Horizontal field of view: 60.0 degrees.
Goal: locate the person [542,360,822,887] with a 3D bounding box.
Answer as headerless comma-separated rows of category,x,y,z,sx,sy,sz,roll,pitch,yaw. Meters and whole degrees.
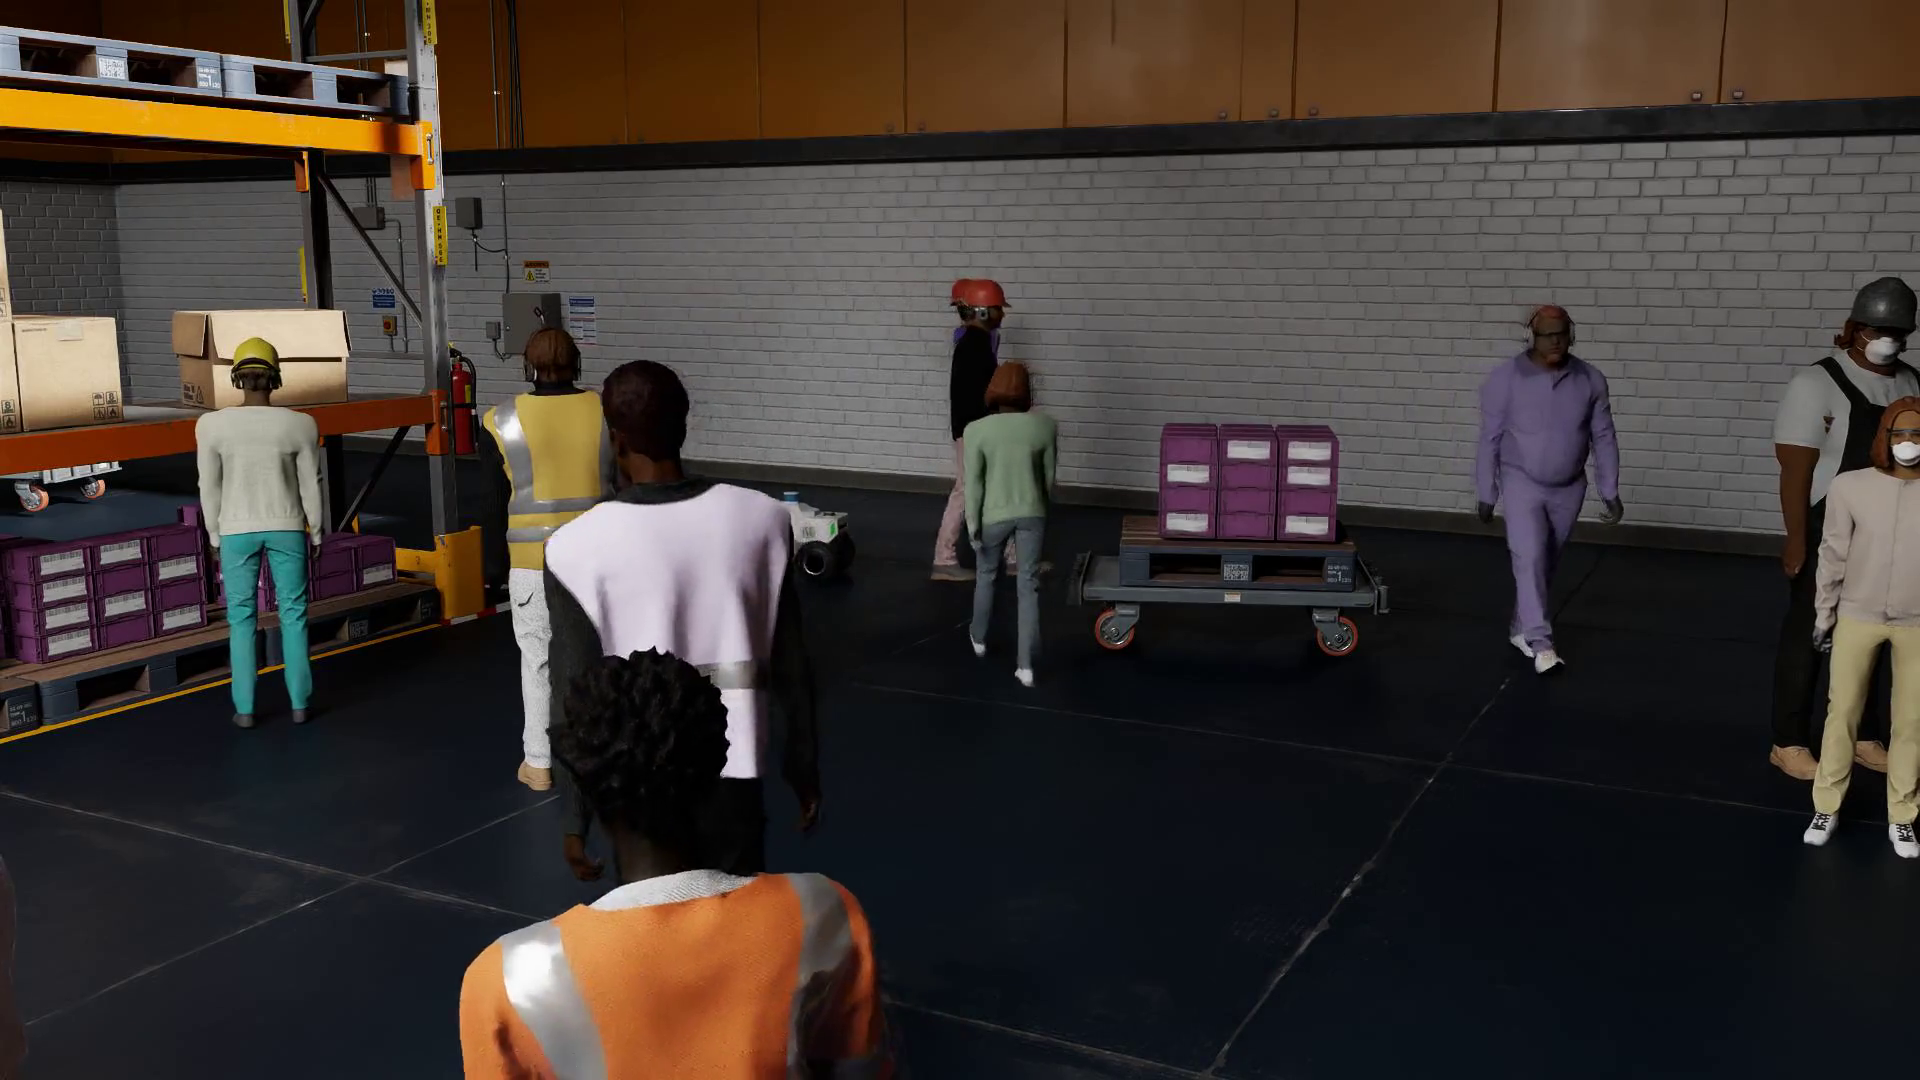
person,-0.583,0.548,3.733,0.635,1.891,0.612,-6,11,-29

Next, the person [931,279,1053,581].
person,0.177,-0.698,10.785,0.698,1.980,0.624,1,10,5

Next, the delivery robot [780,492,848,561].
delivery robot,-1.107,-0.073,10.925,0.707,0.478,0.477,2,10,13

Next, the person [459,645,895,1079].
person,-0.319,0.958,2.086,0.572,1.636,0.908,-4,11,-24

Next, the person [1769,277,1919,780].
person,3.654,-0.041,6.710,0.688,2.000,0.535,-3,10,-15

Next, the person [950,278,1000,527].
person,0.085,-1.060,12.938,0.385,1.928,0.546,6,11,31

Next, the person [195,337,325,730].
person,-3.135,-0.029,7.500,0.521,1.752,0.374,-4,10,-21

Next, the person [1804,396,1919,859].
person,3.289,0.306,5.879,0.498,1.634,0.282,5,11,29

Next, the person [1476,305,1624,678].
person,2.997,-0.247,8.422,0.666,1.854,0.974,-1,10,-3

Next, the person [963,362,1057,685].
person,0.248,-0.107,8.446,0.487,1.579,0.857,-1,10,-5

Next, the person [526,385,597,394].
person,-2.336,-0.357,9.863,0.548,1.586,0.887,-2,10,-13

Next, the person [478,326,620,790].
person,-1.581,0.075,6.617,0.627,1.844,0.429,-4,11,-23

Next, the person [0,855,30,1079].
person,-1.189,0.919,1.630,0.574,1.876,0.358,-9,14,-43
